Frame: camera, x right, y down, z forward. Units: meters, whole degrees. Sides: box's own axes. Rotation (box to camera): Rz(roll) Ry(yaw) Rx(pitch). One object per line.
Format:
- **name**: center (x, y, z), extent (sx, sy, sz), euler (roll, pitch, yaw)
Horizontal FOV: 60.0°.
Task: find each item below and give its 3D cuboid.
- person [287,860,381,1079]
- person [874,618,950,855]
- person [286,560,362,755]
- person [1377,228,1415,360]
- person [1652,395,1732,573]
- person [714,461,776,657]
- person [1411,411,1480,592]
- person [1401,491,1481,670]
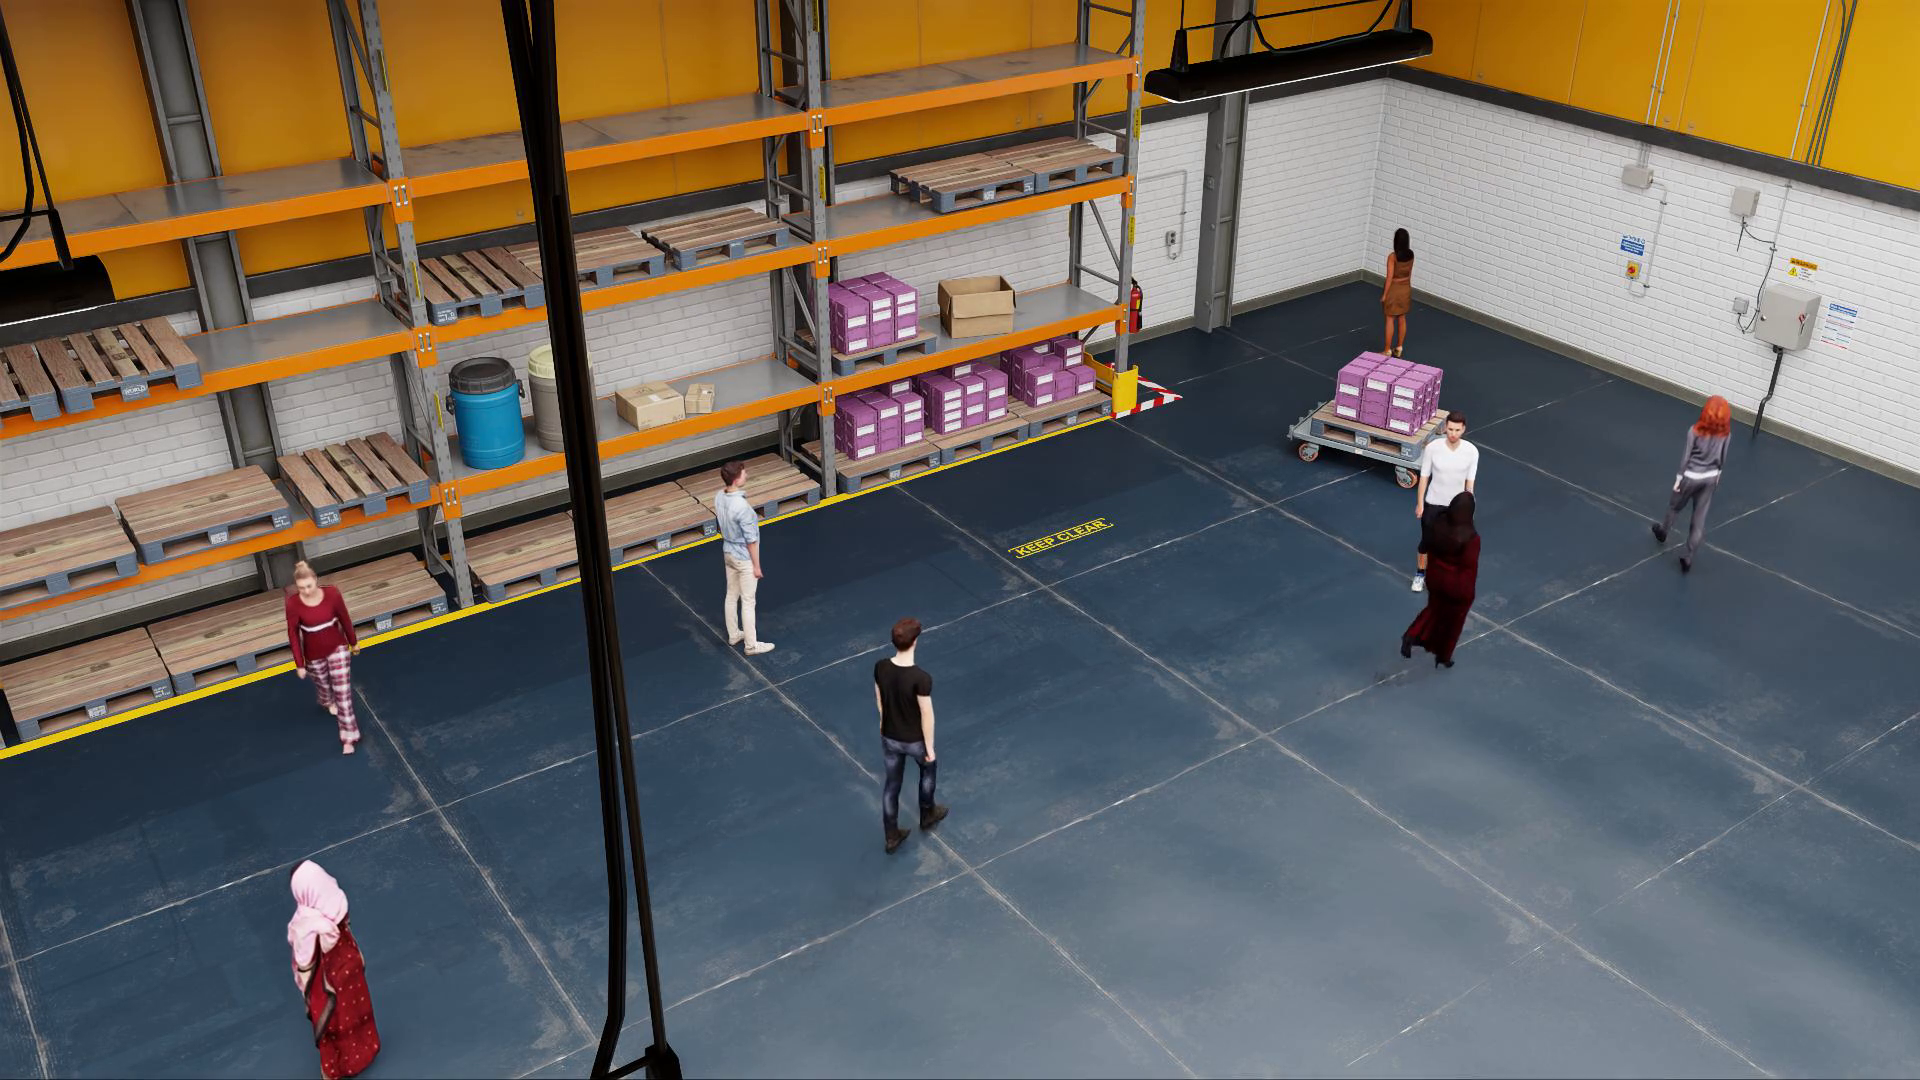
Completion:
- **person**: center (-3.890, 2.651, 10.290), extent (0.825, 1.634, 0.740), euler (8, 30, 15)
- **person**: center (-0.449, 1.490, 12.168), extent (0.934, 1.873, 1.041), euler (14, 32, 24)
- **person**: center (-5.171, 0.873, 13.525), extent (1.061, 1.656, 0.838), euler (-17, 33, -28)
- **person**: center (5.439, -3.058, 20.701), extent (0.467, 1.686, 0.629), euler (-15, 32, -25)
- **person**: center (7.103, -0.506, 15.963), extent (1.052, 1.742, 1.076), euler (2, 29, 5)
- **person**: center (-1.944, 0.144, 14.661), extent (0.578, 1.848, 0.663), euler (-22, 36, -35)
- **person**: center (4.546, -0.362, 15.590), extent (0.738, 1.848, 0.783), euler (7, 29, 12)
- **person**: center (4.152, 0.393, 14.310), extent (0.789, 1.746, 0.689), euler (-16, 32, -26)
